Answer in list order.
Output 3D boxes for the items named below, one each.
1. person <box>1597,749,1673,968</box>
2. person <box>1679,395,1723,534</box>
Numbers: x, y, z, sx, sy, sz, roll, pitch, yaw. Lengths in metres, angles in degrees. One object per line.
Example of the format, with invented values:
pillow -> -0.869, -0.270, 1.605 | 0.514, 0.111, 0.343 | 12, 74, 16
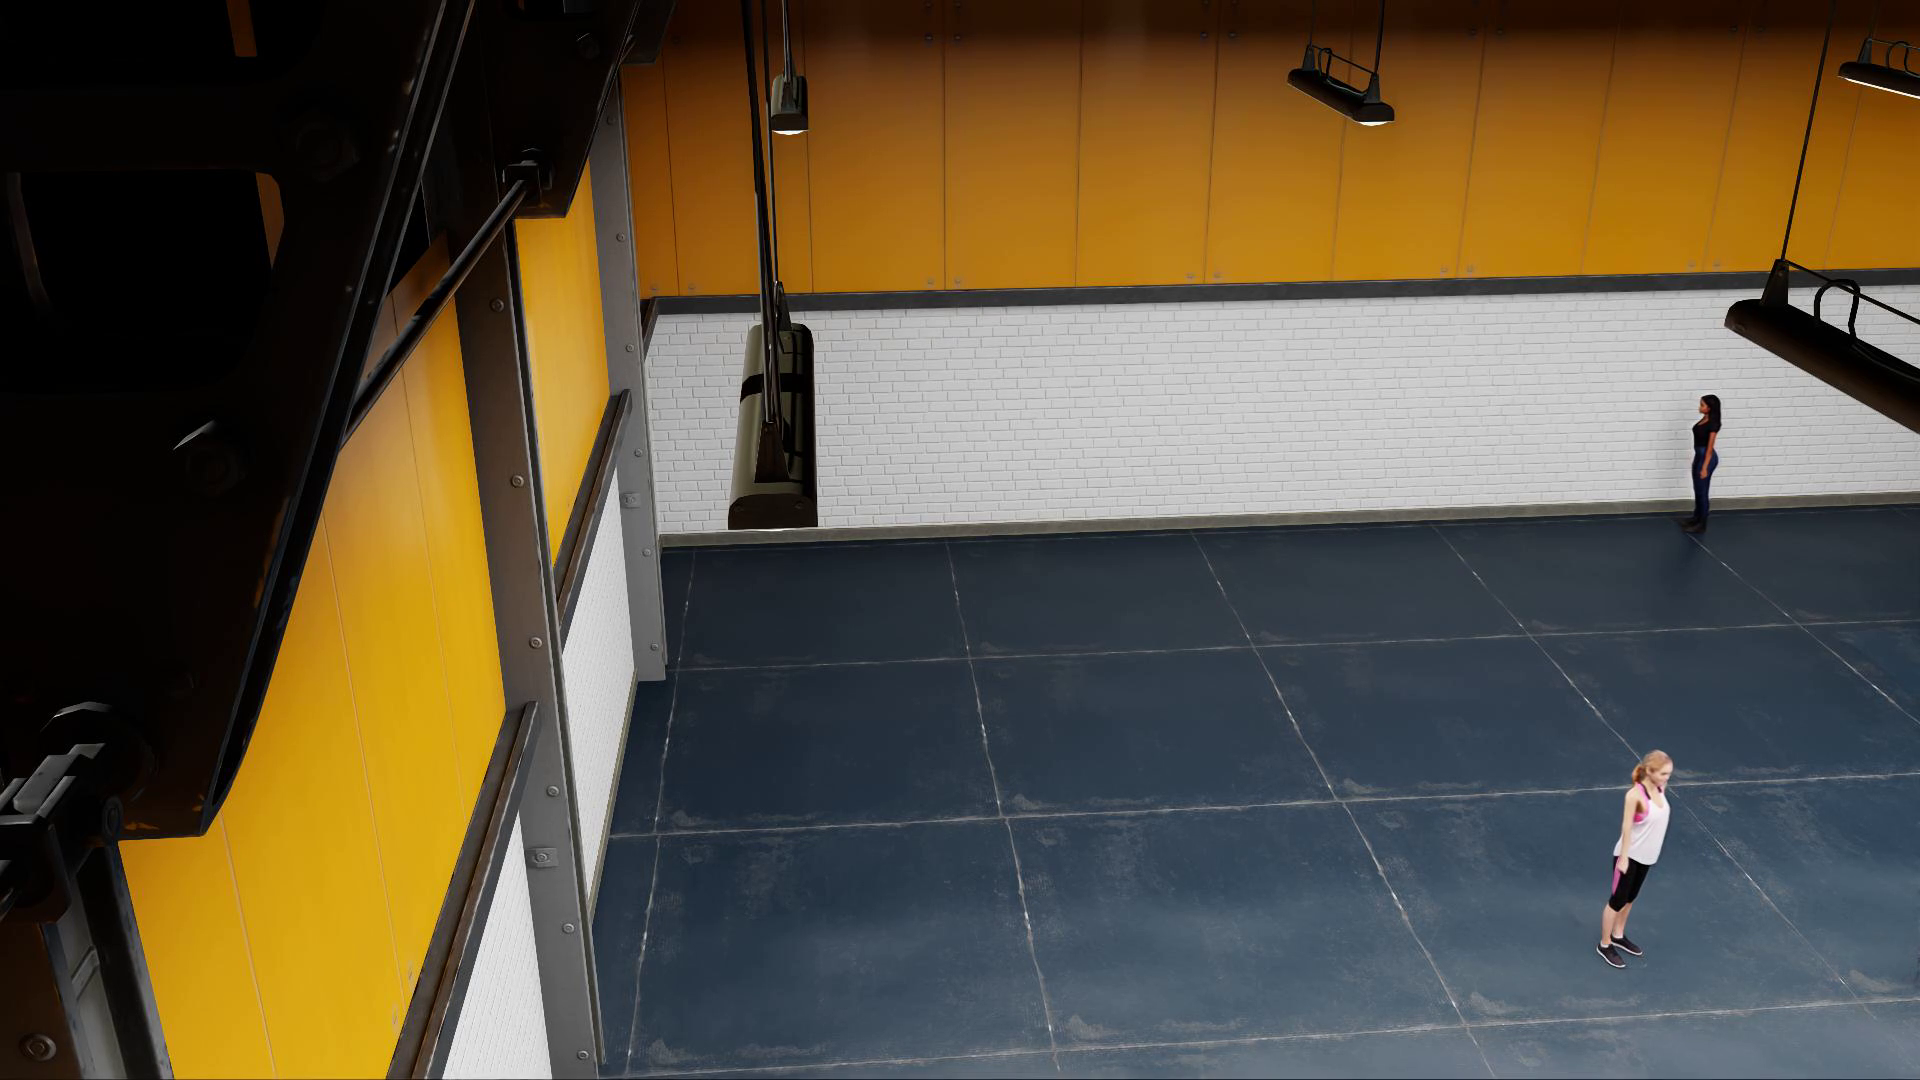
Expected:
person -> 5.046, 2.346, 12.452 | 0.682, 1.788, 0.690 | -16, 28, -33
person -> 8.957, -0.924, 20.006 | 0.658, 1.729, 0.558 | 4, 24, 8
